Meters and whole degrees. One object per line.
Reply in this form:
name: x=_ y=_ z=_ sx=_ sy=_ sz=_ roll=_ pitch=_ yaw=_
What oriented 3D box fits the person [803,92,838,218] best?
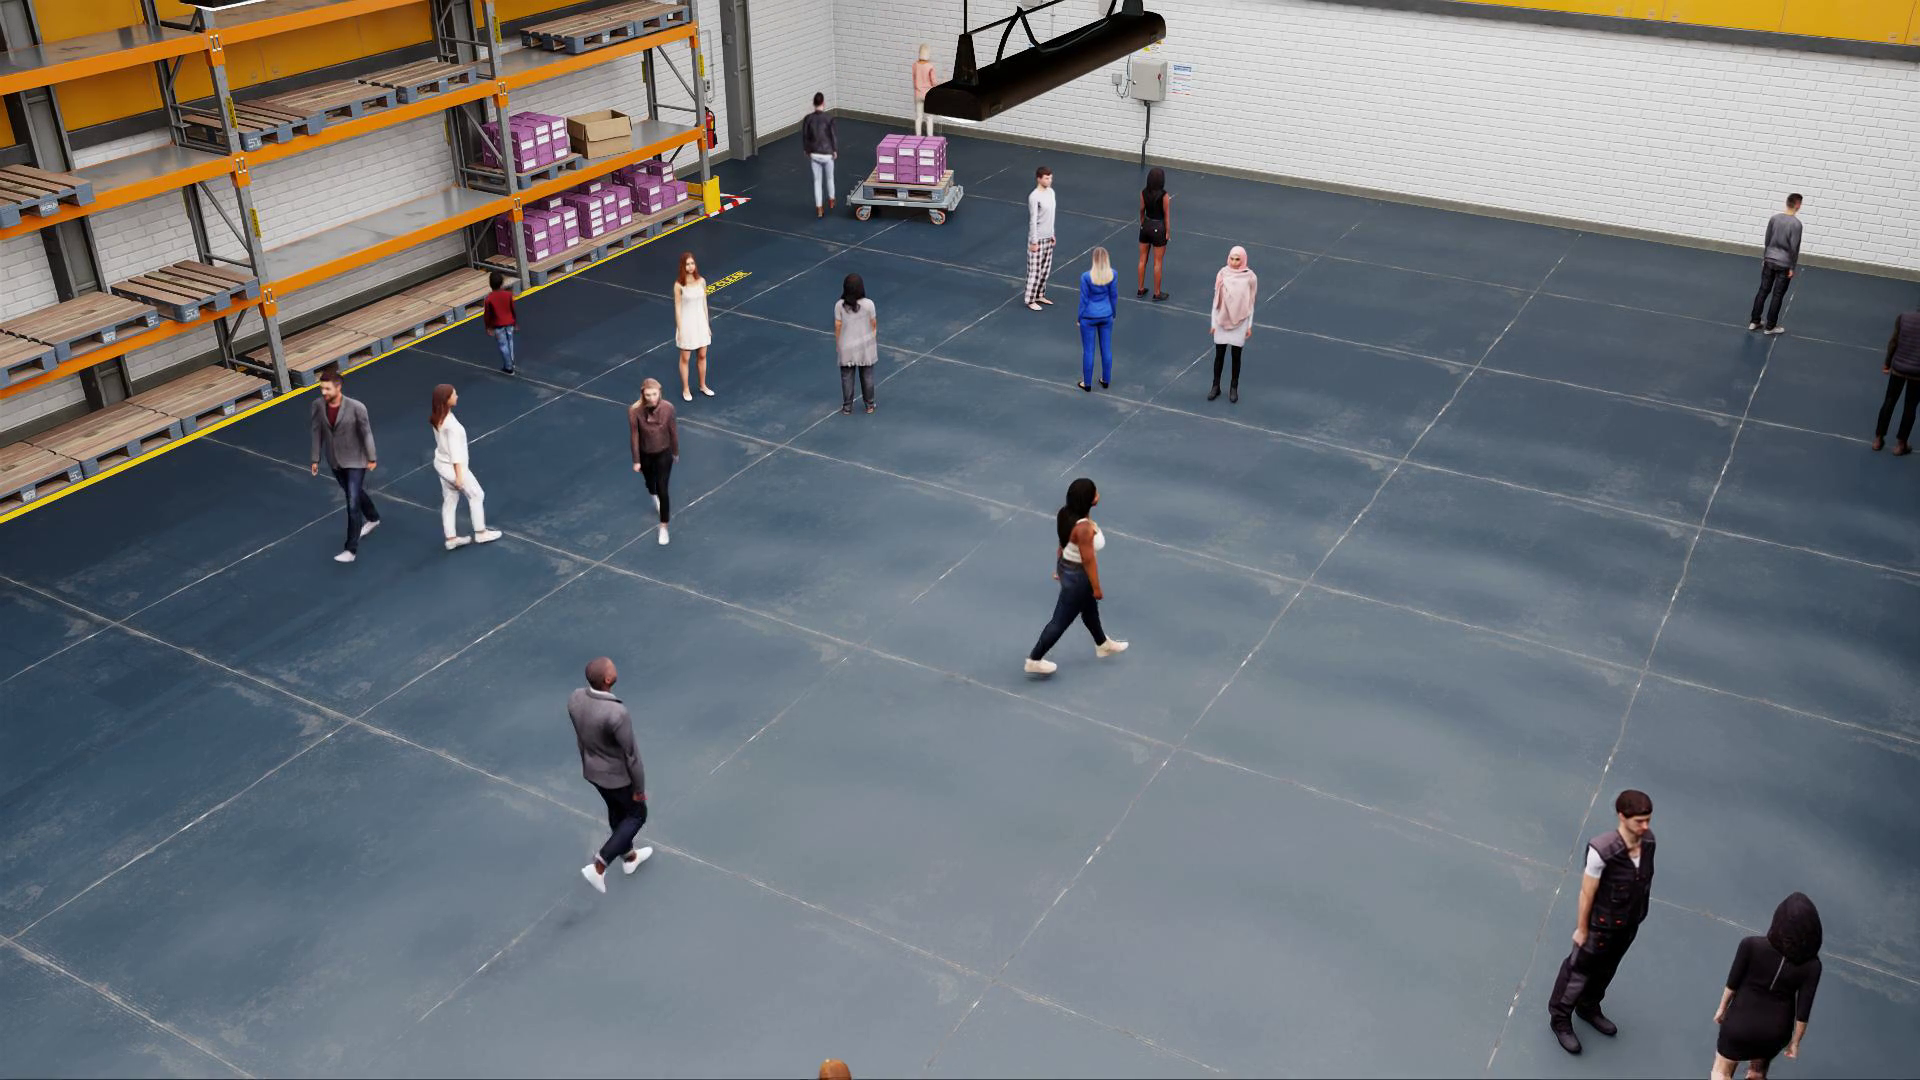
person: x=-2.081 y=-5.709 z=24.759 sx=0.930 sy=1.814 sz=1.084 roll=2 pitch=29 yaw=4

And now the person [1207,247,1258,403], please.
person: x=3.067 y=-2.440 z=18.777 sx=0.695 sy=1.803 sz=0.673 roll=7 pitch=29 yaw=13

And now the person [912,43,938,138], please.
person: x=-0.604 y=-7.546 z=28.221 sx=0.613 sy=1.725 sz=0.532 roll=13 pitch=31 yaw=22

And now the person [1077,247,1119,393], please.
person: x=1.572 y=-2.539 z=19.066 sx=0.690 sy=1.700 sz=0.765 roll=-9 pitch=30 yaw=-17

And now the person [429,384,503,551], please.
person: x=-4.841 y=-0.660 z=15.651 sx=0.708 sy=1.673 sz=0.816 roll=25 pitch=37 yaw=38

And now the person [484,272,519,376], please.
person: x=-5.341 y=-2.526 z=19.517 sx=0.548 sy=1.247 sz=0.639 roll=-24 pitch=37 yaw=-37

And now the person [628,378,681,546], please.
person: x=-2.933 y=-0.839 z=16.002 sx=1.057 sy=1.651 sz=1.170 roll=-6 pitch=29 yaw=-11

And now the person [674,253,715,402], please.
person: x=-3.038 y=-2.437 z=18.868 sx=0.608 sy=1.711 sz=0.704 roll=-16 pitch=32 yaw=-27

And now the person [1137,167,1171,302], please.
person: x=2.526 y=-4.006 z=21.715 sx=0.633 sy=1.740 sz=0.562 roll=22 pitch=36 yaw=35

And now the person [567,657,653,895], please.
person: x=-2.422 y=1.626 z=11.322 sx=0.782 sy=1.805 sz=0.933 roll=19 pitch=34 yaw=31

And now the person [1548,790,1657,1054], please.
person: x=3.924 y=2.274 z=10.089 sx=0.702 sy=1.848 sz=0.797 roll=-13 pitch=31 yaw=-22

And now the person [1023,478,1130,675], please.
person: x=0.862 y=0.347 z=13.715 sx=1.219 sy=1.759 sz=1.187 roll=-6 pitch=29 yaw=-11

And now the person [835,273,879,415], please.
person: x=-1.158 y=-2.186 z=18.513 sx=0.764 sy=1.611 sz=0.814 roll=-3 pitch=29 yaw=-5

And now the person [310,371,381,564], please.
person: x=-5.740 y=-0.760 z=15.682 sx=0.931 sy=1.818 sz=1.282 roll=7 pitch=29 yaw=12

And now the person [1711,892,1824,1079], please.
person: x=4.401 y=2.783 z=9.231 sx=0.674 sy=1.776 sz=1.031 roll=12 pitch=31 yaw=21

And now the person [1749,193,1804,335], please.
person: x=10.166 y=-3.439 z=20.647 sx=0.702 sy=1.766 sz=0.700 roll=-16 pitch=33 yaw=-27

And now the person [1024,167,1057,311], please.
person: x=1.043 y=-3.905 z=21.418 sx=0.716 sy=1.847 sz=0.533 roll=21 pitch=35 yaw=33

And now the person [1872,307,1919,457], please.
person: x=10.024 y=-1.788 z=17.548 sx=0.679 sy=1.835 sz=0.752 roll=-26 pitch=38 yaw=-38
